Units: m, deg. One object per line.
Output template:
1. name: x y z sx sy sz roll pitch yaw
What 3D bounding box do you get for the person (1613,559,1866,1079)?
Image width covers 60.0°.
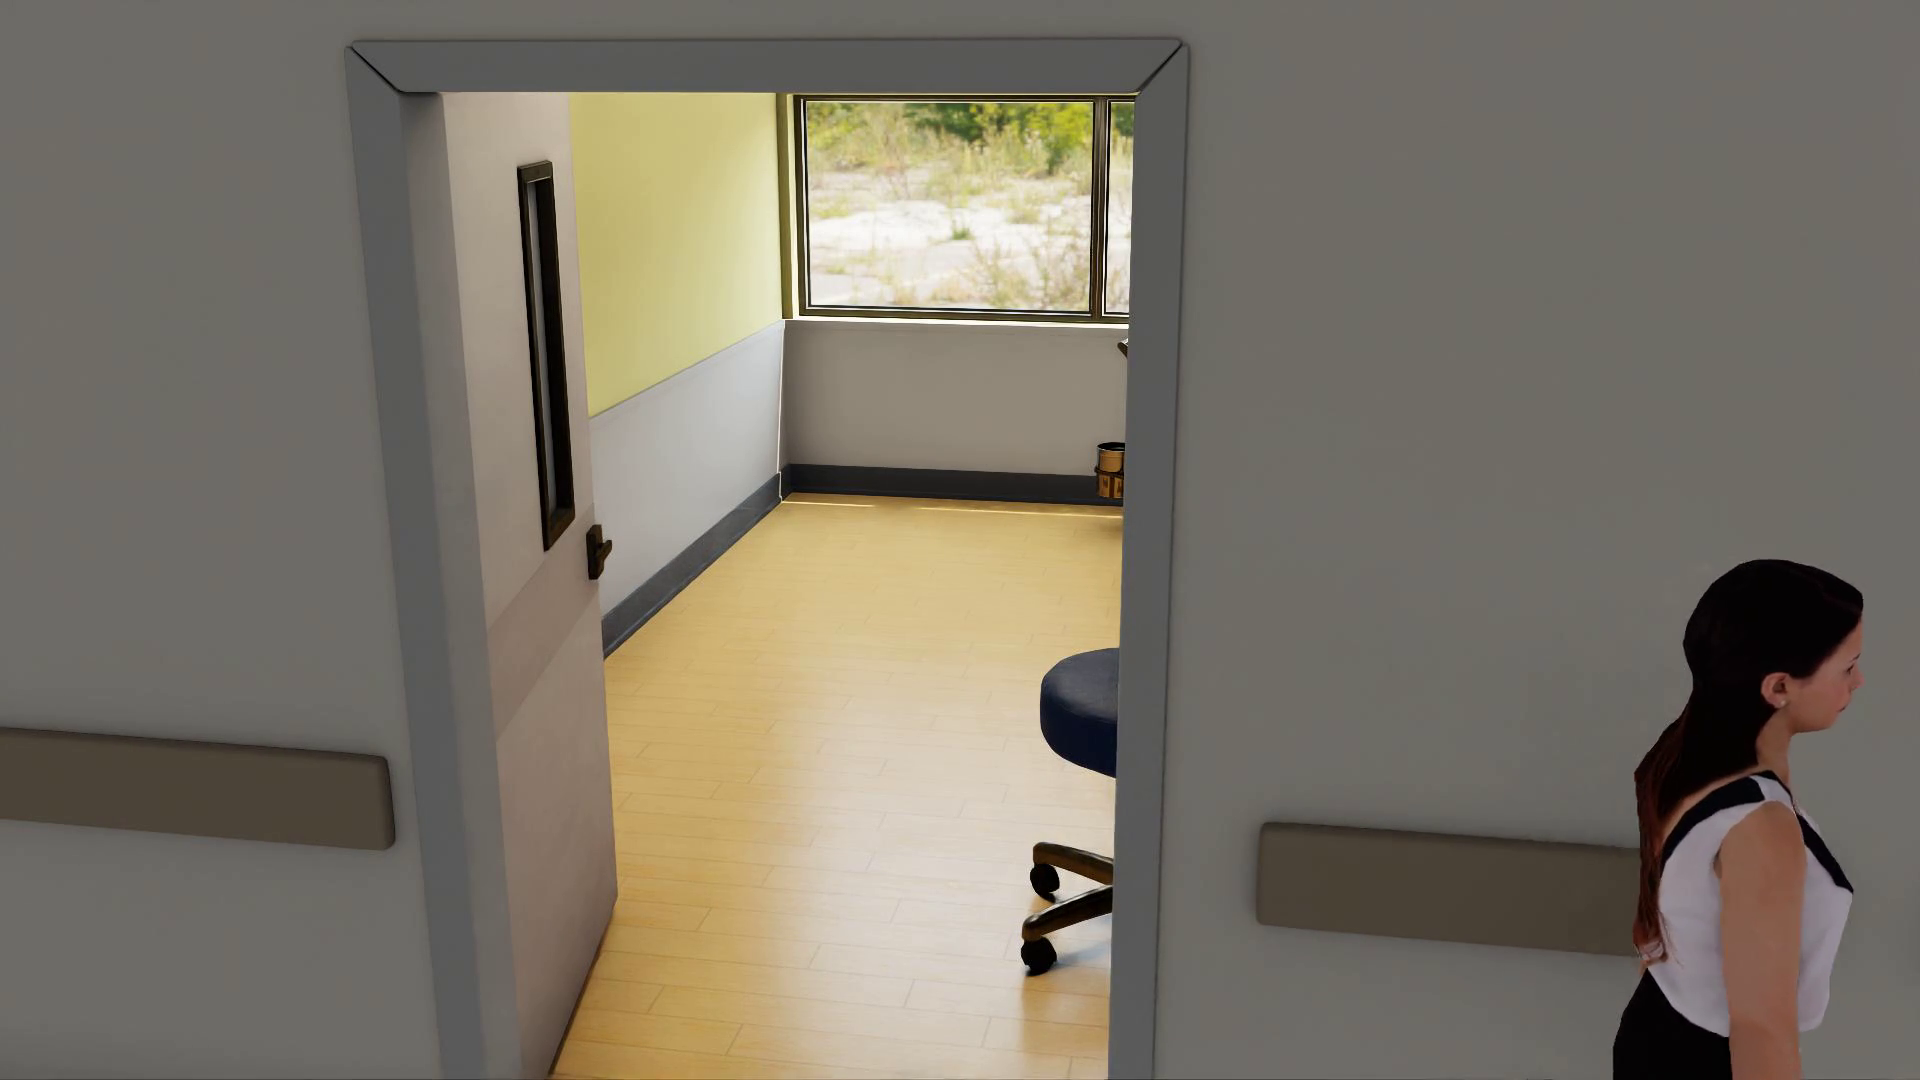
1. person: 0.984 0.816 2.403 0.716 1.633 0.606 1 16 4
